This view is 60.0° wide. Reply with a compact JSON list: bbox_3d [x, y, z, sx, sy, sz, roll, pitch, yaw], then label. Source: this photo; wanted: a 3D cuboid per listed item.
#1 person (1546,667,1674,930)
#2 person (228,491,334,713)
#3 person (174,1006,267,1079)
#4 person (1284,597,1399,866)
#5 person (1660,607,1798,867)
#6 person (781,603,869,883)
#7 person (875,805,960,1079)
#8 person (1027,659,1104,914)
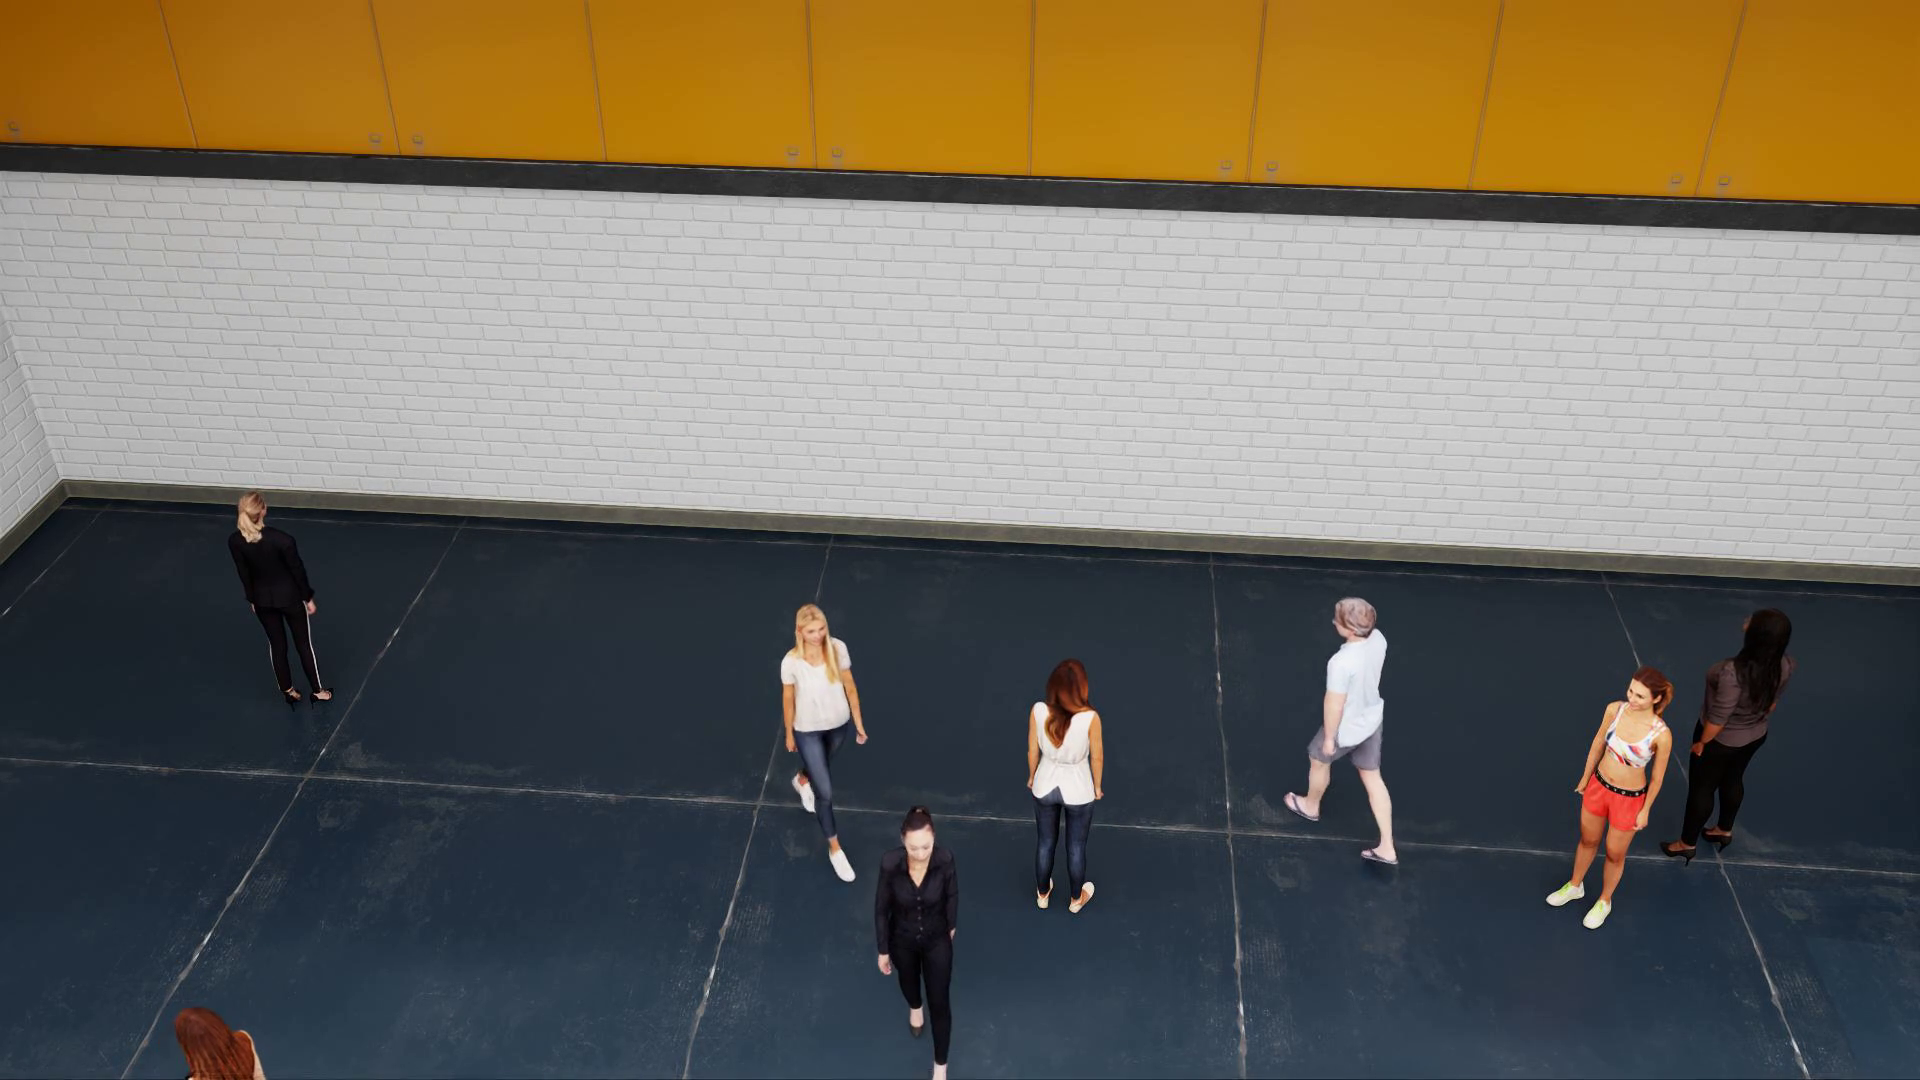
[{"bbox_3d":[3.731,1.448,9.433,0.738,1.791,0.676,-24,41,-32],"label":"person"},{"bbox_3d":[-4.524,0.419,11.056,0.625,1.707,0.571,-1,34,-1],"label":"person"},{"bbox_3d":[-3.248,2.731,7.560,0.680,1.726,0.545,13,36,19],"label":"person"},{"bbox_3d":[2.402,1.155,9.873,1.119,1.791,1.228,-21,39,-28],"label":"person"},{"bbox_3d":[4.556,1.166,9.812,0.740,1.841,0.747,-12,36,-18],"label":"person"},{"bbox_3d":[-0.874,1.091,9.990,1.057,1.769,1.210,-19,38,-26],"label":"person"},{"bbox_3d":[-0.236,2.027,8.654,0.657,1.687,0.910,-2,34,-3],"label":"person"},{"bbox_3d":[0.590,1.424,9.477,0.635,1.782,0.590,10,35,14],"label":"person"}]
